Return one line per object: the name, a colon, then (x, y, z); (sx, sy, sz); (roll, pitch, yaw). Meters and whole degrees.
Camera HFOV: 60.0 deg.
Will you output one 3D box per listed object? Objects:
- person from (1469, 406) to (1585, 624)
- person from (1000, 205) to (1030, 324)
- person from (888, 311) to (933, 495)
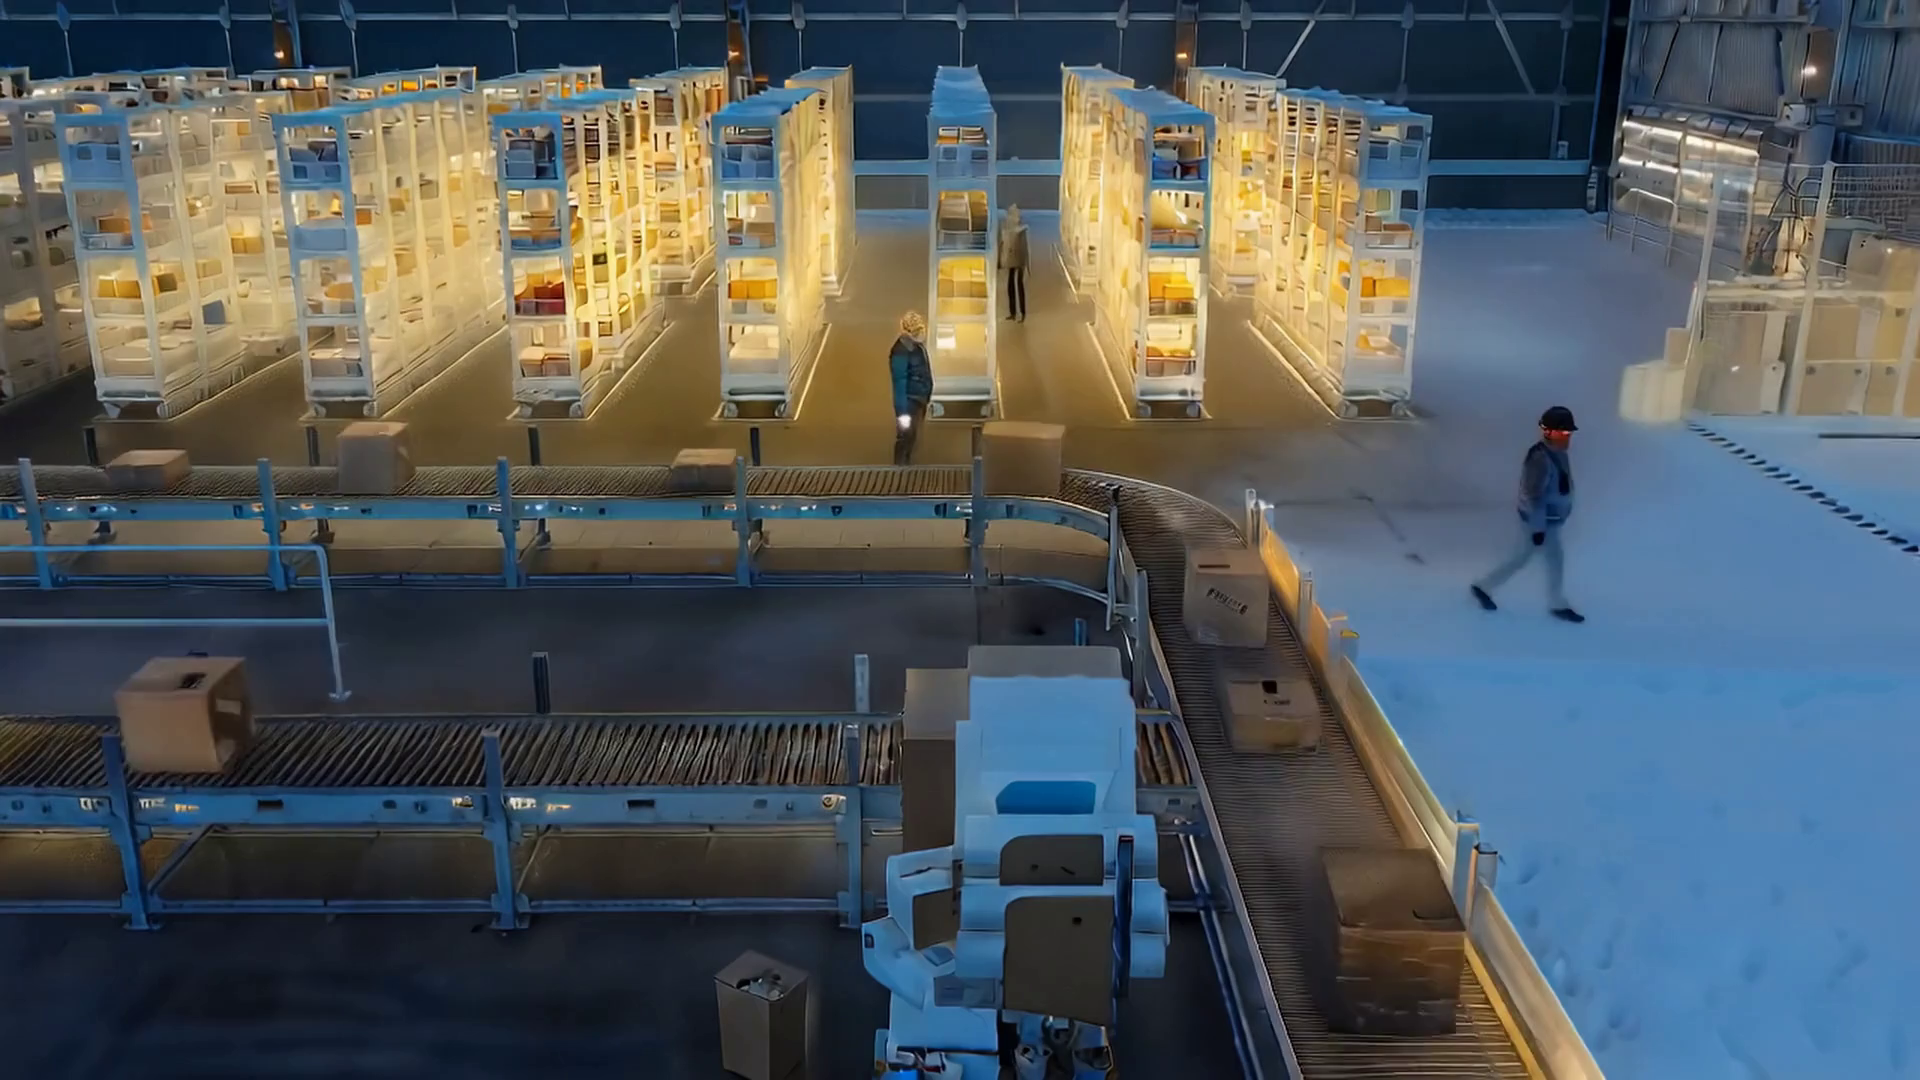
person: (4.636, -0.223, 13.430); (0.882, 1.801, 0.606); (13, 22, 34)
person: (0.849, -4.306, 25.946); (0.412, 1.831, 0.568); (-17, 24, -42)
person: (-0.475, -1.348, 16.708); (0.408, 1.908, 0.641); (4, 19, 14)
